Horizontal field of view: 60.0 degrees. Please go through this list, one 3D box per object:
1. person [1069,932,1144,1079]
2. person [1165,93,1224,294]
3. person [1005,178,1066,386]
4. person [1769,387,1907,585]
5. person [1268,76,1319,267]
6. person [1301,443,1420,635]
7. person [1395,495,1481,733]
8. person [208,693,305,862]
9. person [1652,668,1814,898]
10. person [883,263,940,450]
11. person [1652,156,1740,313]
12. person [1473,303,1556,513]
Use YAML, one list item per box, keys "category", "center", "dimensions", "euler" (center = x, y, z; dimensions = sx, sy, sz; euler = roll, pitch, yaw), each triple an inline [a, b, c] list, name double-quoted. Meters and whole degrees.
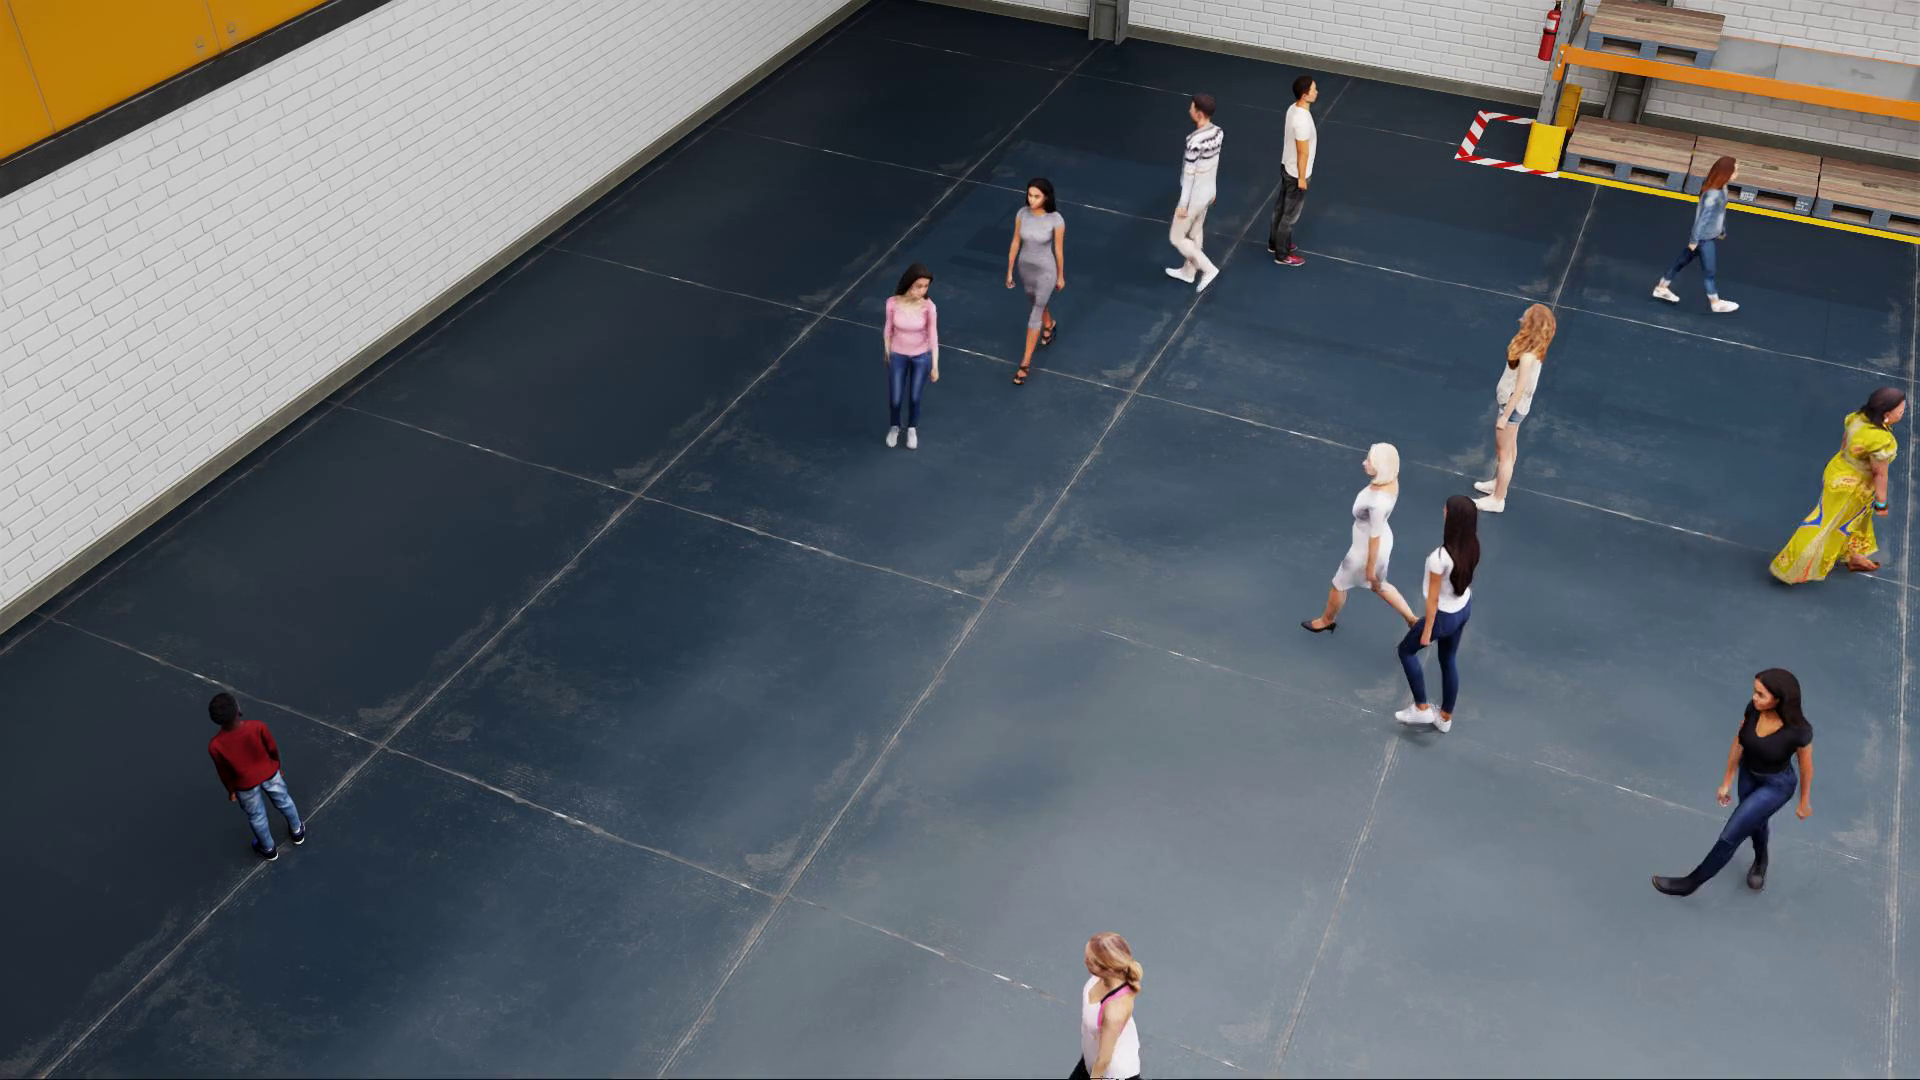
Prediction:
- category: "person"
  center: [0.843, 2.522, 8.010]
  dimensions: [1.270, 1.731, 0.947]
  euler: [1, 39, 1]
- category: "person"
  center: [2.189, -3.078, 14.937]
  dimensions: [0.893, 1.837, 0.787]
  euler: [24, 44, 27]
- category: "person"
  center: [0.683, -2.245, 13.977]
  dimensions: [1.046, 1.734, 0.704]
  euler: [19, 42, 22]
- category: "person"
  center: [6.157, -0.359, 11.698]
  dimensions: [1.160, 1.630, 0.950]
  euler: [7, 39, 9]
- category: "person"
  center: [3.096, -3.436, 15.411]
  dimensions: [0.704, 1.804, 0.715]
  euler: [-2, 39, -3]
- category: "person"
  center: [2.817, 0.085, 11.079]
  dimensions: [1.080, 1.710, 0.561]
  euler: [17, 42, 20]
- category: "person"
  center: [3.094, 0.524, 10.493]
  dimensions: [0.734, 1.754, 0.768]
  euler: [-29, 47, -31]
- category: "person"
  center: [-4.164, 1.387, 9.814]
  dimensions: [0.577, 1.253, 0.594]
  euler: [-28, 46, -30]
- category: "person"
  center: [4.619, 1.403, 9.453]
  dimensions: [1.096, 1.679, 1.063]
  euler: [-21, 43, -24]
- category: "person"
  center: [-0.403, -1.448, 12.996]
  dimensions: [0.666, 1.713, 0.762]
  euler: [11, 40, 13]
- category: "person"
  center: [6.550, -2.729, 14.813]
  dimensions: [0.971, 1.446, 0.652]
  euler: [20, 43, 23]
- category: "person"
  center: [4.134, -0.984, 12.376]
  dimensions: [0.505, 1.760, 0.556]
  euler: [16, 41, 19]
